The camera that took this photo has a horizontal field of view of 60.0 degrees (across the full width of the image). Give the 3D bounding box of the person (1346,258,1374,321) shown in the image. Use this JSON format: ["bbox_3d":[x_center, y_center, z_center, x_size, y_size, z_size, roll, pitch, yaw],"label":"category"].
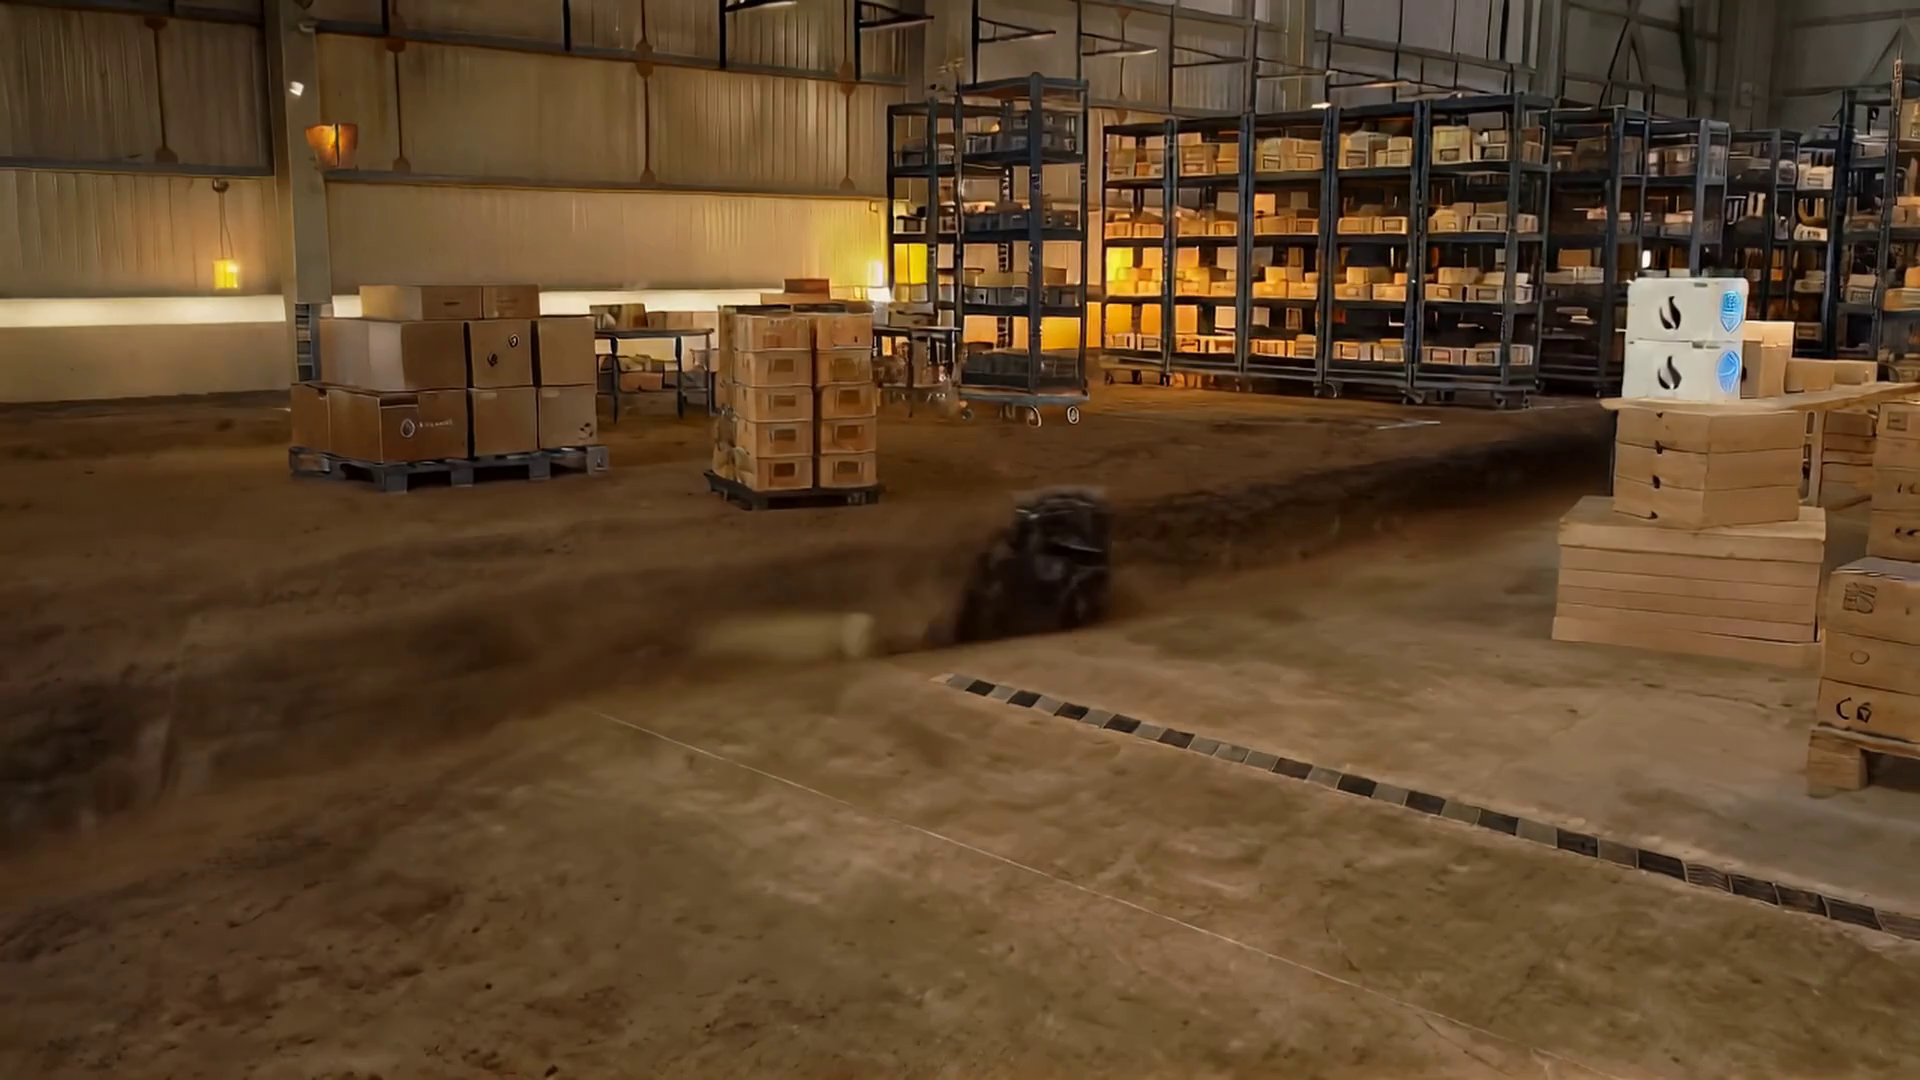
[{"bbox_3d":[7.460,-4.315,30.784,0.569,1.816,0.859,8,12,38],"label":"person"}]

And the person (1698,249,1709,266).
[{"bbox_3d":[12.780,-4.056,28.712,0.607,1.987,0.411,6,11,34],"label":"person"}]

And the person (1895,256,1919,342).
[{"bbox_3d":[13.691,-3.211,24.052,0.404,1.837,0.590,5,11,27],"label":"person"}]
